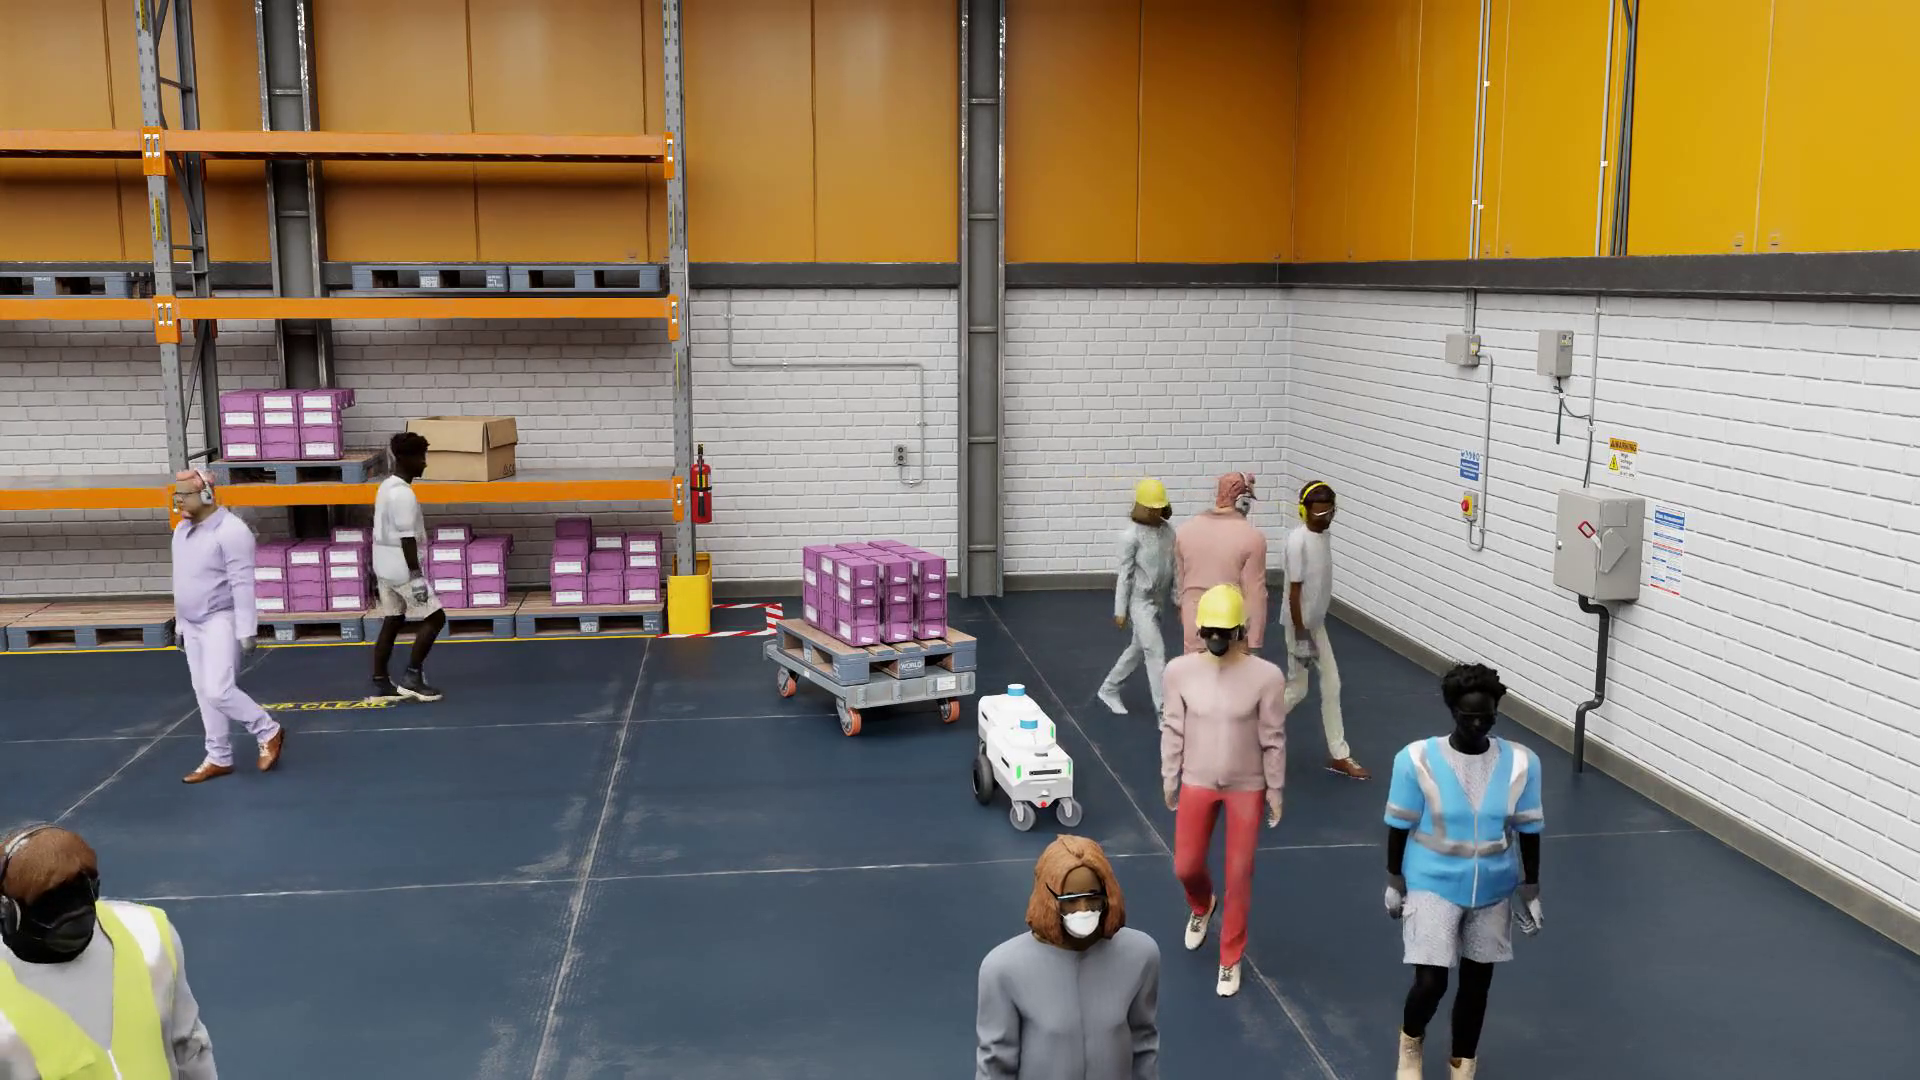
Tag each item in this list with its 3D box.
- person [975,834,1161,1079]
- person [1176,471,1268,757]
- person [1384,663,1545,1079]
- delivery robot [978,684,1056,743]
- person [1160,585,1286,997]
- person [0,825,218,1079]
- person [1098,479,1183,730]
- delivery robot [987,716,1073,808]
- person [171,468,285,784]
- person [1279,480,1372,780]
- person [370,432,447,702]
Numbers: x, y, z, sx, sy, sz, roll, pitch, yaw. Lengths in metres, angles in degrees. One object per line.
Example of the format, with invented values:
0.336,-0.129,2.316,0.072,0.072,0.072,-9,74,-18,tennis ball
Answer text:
0.285,1.541,4.269,0.509,1.632,0.268,-3,10,-17,person
1.538,0.534,9.762,0.472,1.879,0.680,-9,13,-44,person
1.786,1.250,5.925,0.548,1.684,0.360,0,9,-2,person
0.337,1.112,10.012,0.477,0.478,0.707,-2,9,-11,delivery robot
1.118,1.036,7.061,0.534,1.756,0.475,3,9,17,person
-2.106,1.513,3.920,0.893,1.810,0.628,5,10,29,person
1.198,0.415,11.108,0.858,1.695,0.507,9,13,44,person
0.384,1.227,9.294,0.477,0.478,0.707,-2,9,-13,delivery robot
-4.431,0.507,9.928,0.661,1.890,0.474,6,11,34,person
2.086,0.528,10.038,0.792,1.825,0.608,6,11,35,person
-3.889,0.209,11.646,0.589,1.929,0.654,-5,11,-30,person
